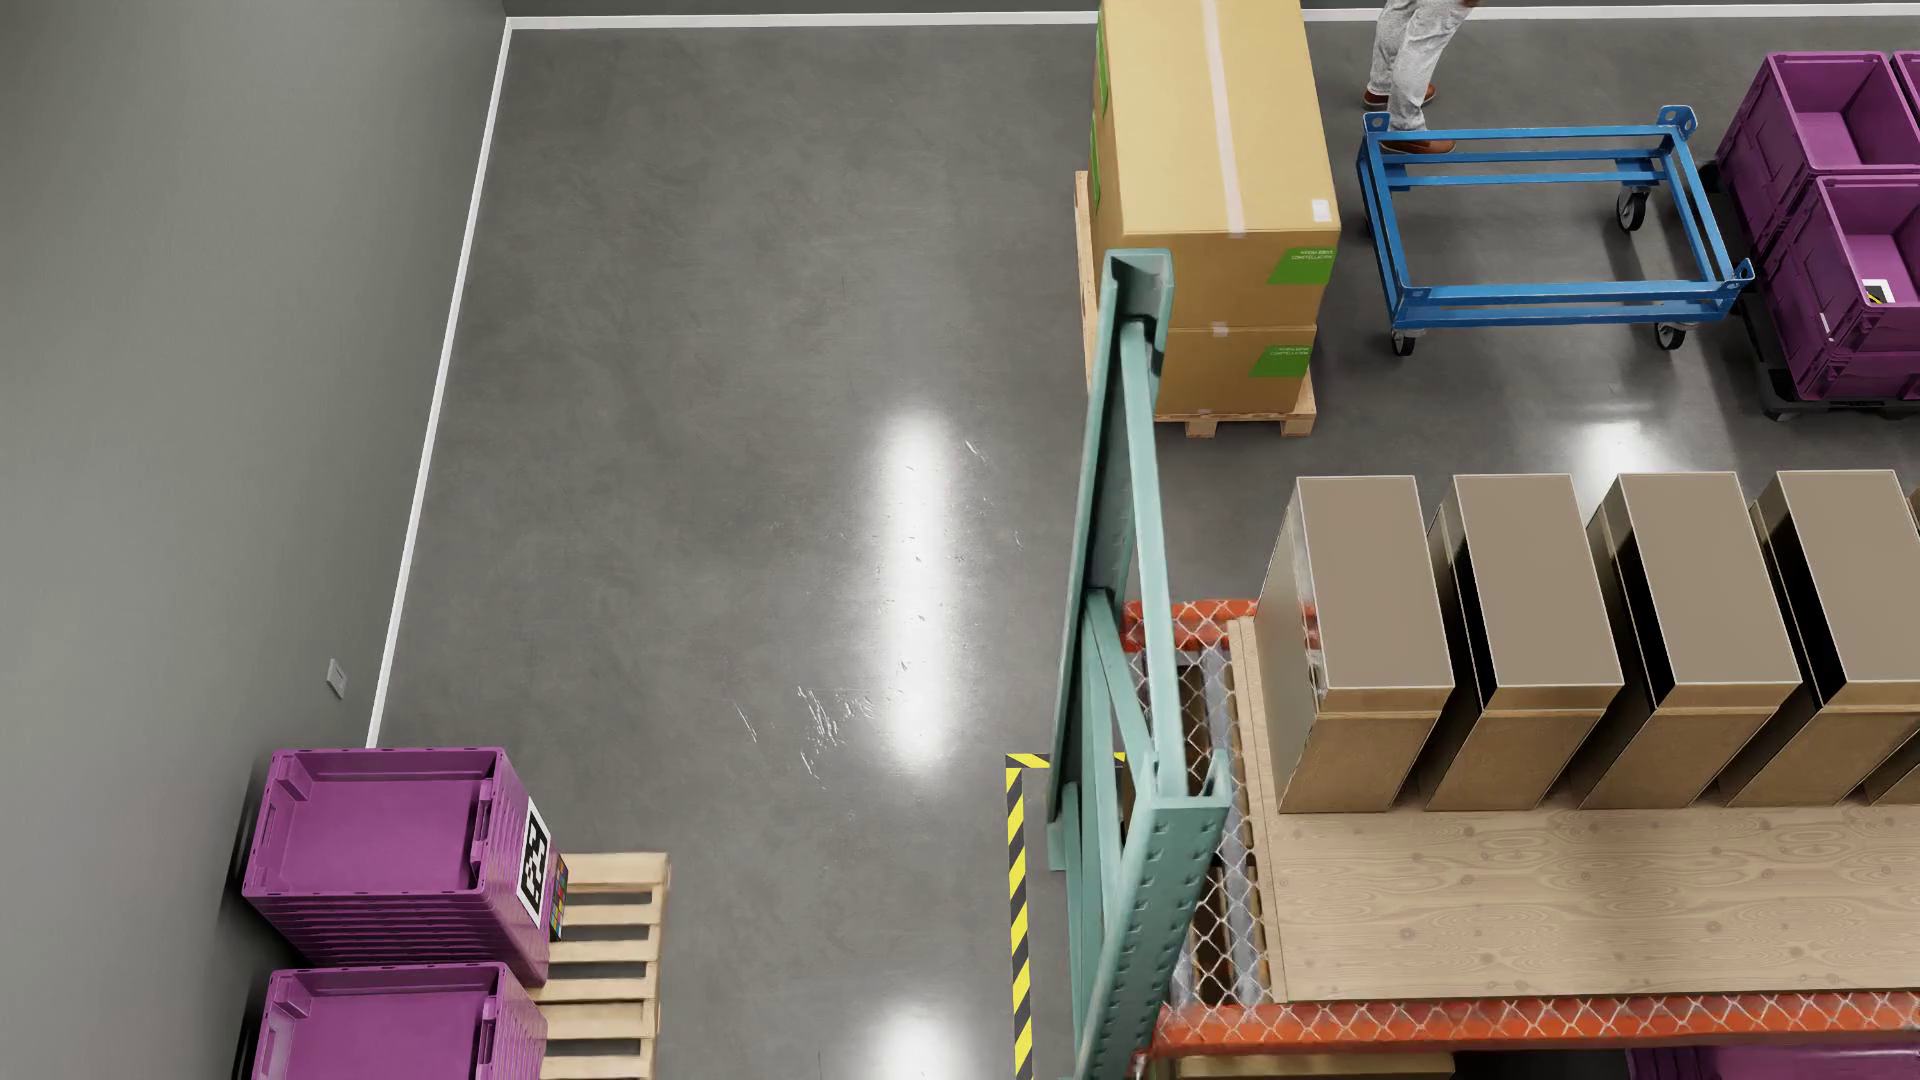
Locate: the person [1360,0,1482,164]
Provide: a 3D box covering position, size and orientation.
[{"bbox_3d":[1.822,-2.247,6.080,0.373,1.941,0.627,-2,58,-1],"label":"person"}]
